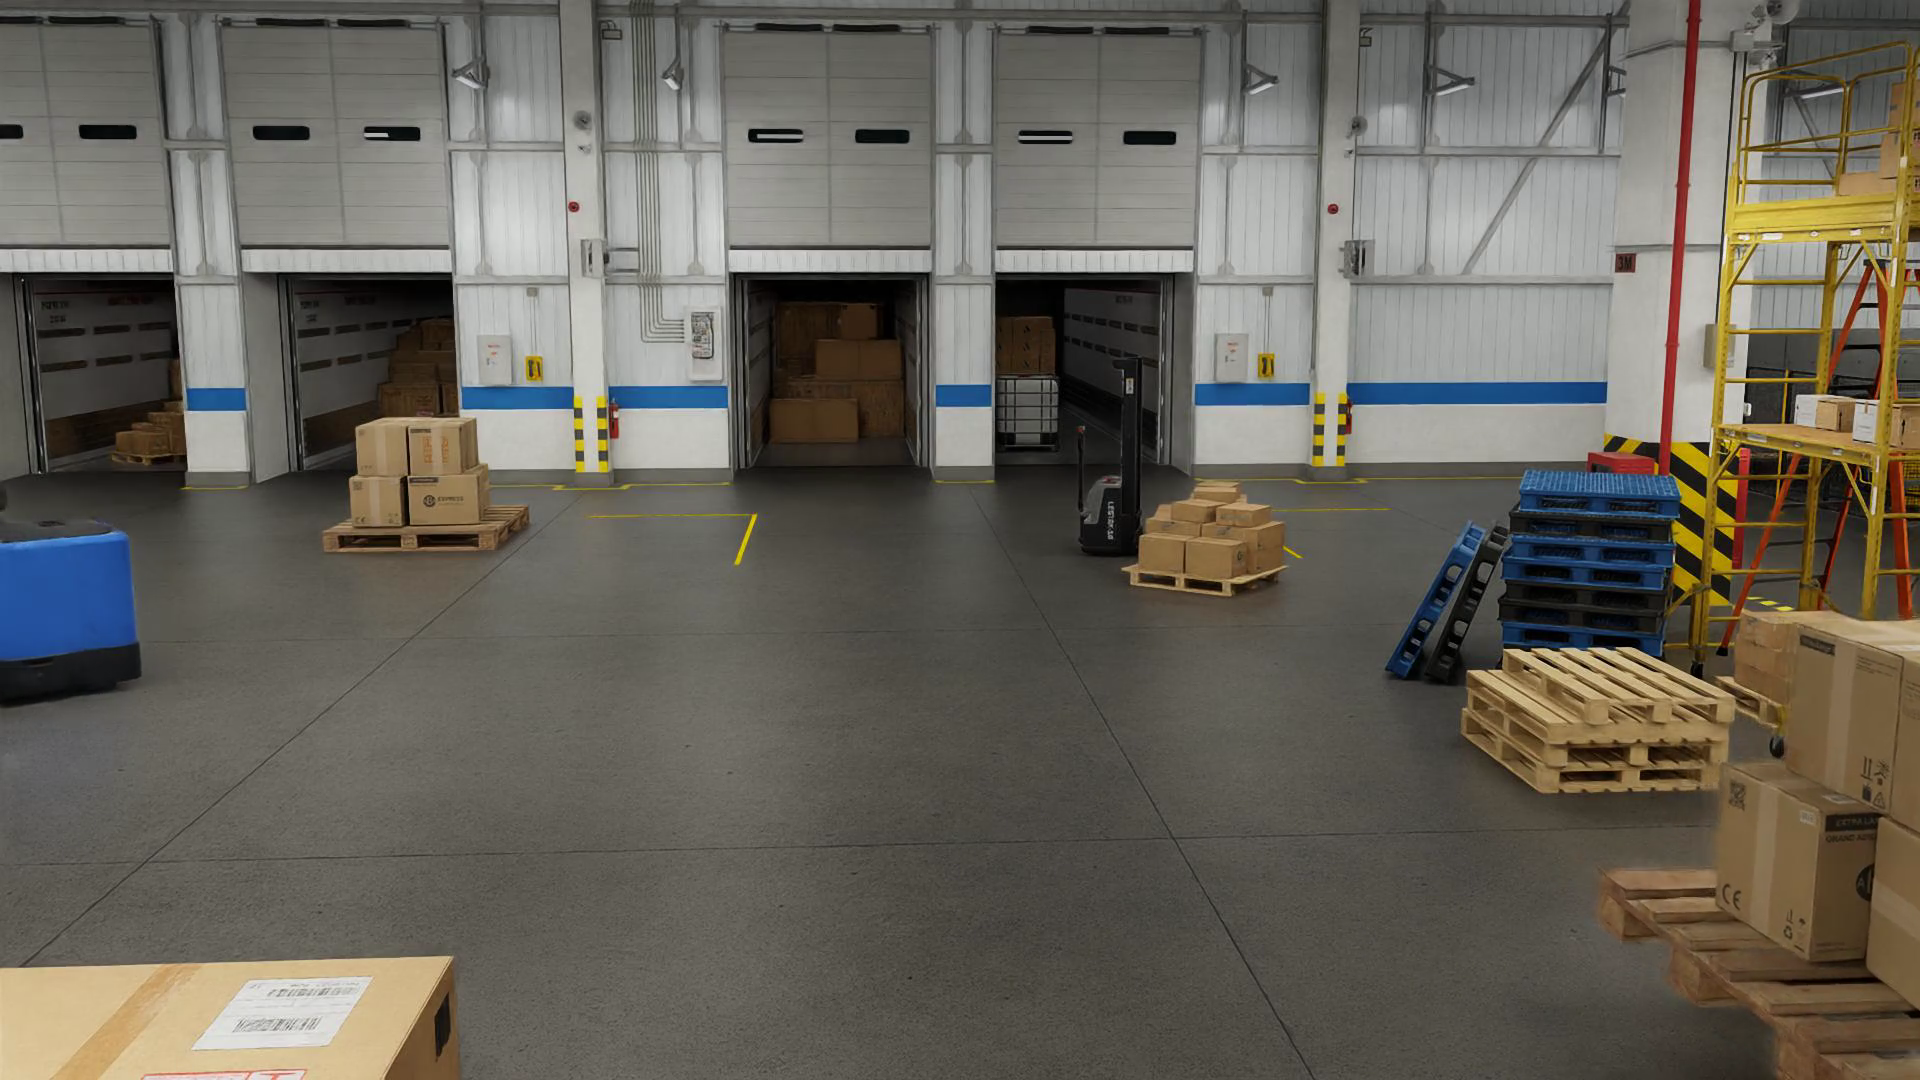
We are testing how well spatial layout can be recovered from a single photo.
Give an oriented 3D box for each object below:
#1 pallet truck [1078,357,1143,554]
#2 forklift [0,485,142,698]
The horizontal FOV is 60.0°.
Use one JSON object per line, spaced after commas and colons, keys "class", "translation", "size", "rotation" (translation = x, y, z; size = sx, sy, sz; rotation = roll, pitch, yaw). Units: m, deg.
{"class": "pallet truck", "translation": [2.088, -0.836, 16.757], "size": [1.885, 1.965, 0.823], "rotation": [2, 9, 13]}
{"class": "forklift", "translation": [-6.622, -0.356, 10.983], "size": [1.873, 2.768, 1.129], "rotation": [-7, 11, -38]}
